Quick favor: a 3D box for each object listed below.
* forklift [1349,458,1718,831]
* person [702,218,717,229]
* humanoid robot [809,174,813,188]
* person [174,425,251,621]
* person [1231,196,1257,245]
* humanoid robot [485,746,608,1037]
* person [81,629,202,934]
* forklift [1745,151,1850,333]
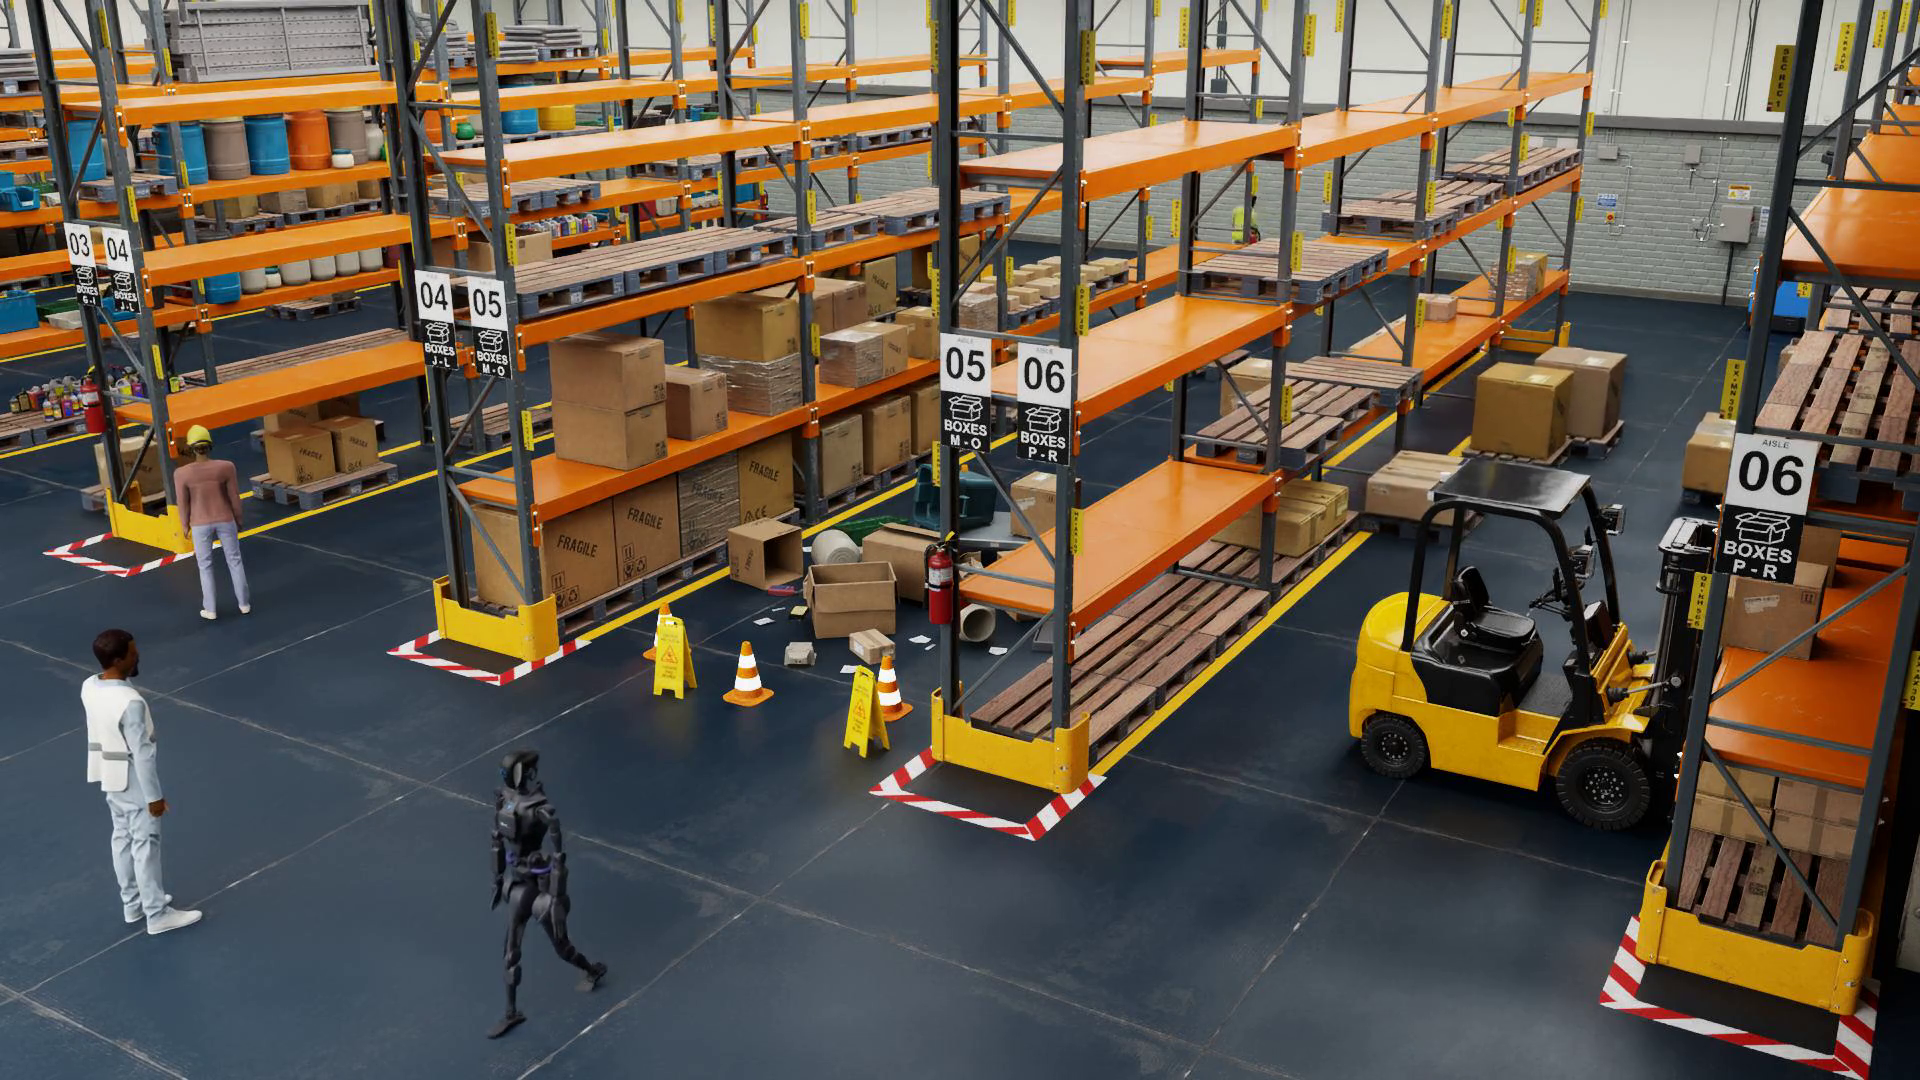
[{"bbox_3d":[3.988,0.658,11.776,2.313,2.155,1.214,11,22,29],"label":"forklift"},{"bbox_3d":[-5.264,-7.043,34.808,0.489,1.688,0.349,-6,20,-17],"label":"person"},{"bbox_3d":[-3.215,-7.069,34.876,0.315,1.657,0.599,1,19,2],"label":"humanoid robot"},{"bbox_3d":[-6.661,-0.161,14.806,0.521,1.759,0.348,-12,22,-31],"label":"person"},{"bbox_3d":[5.168,-5.510,30.417,0.368,1.667,0.551,-18,26,-41],"label":"person"},{"bbox_3d":[-2.306,1.886,9.108,0.601,1.647,0.778,13,23,32],"label":"humanoid robot"},{"bbox_3d":[-4.961,1.439,9.934,0.589,1.919,0.397,15,24,36],"label":"person"},{"bbox_3d":[13.620,-4.667,26.137,1.873,2.768,1.129,11,22,29],"label":"forklift"}]
